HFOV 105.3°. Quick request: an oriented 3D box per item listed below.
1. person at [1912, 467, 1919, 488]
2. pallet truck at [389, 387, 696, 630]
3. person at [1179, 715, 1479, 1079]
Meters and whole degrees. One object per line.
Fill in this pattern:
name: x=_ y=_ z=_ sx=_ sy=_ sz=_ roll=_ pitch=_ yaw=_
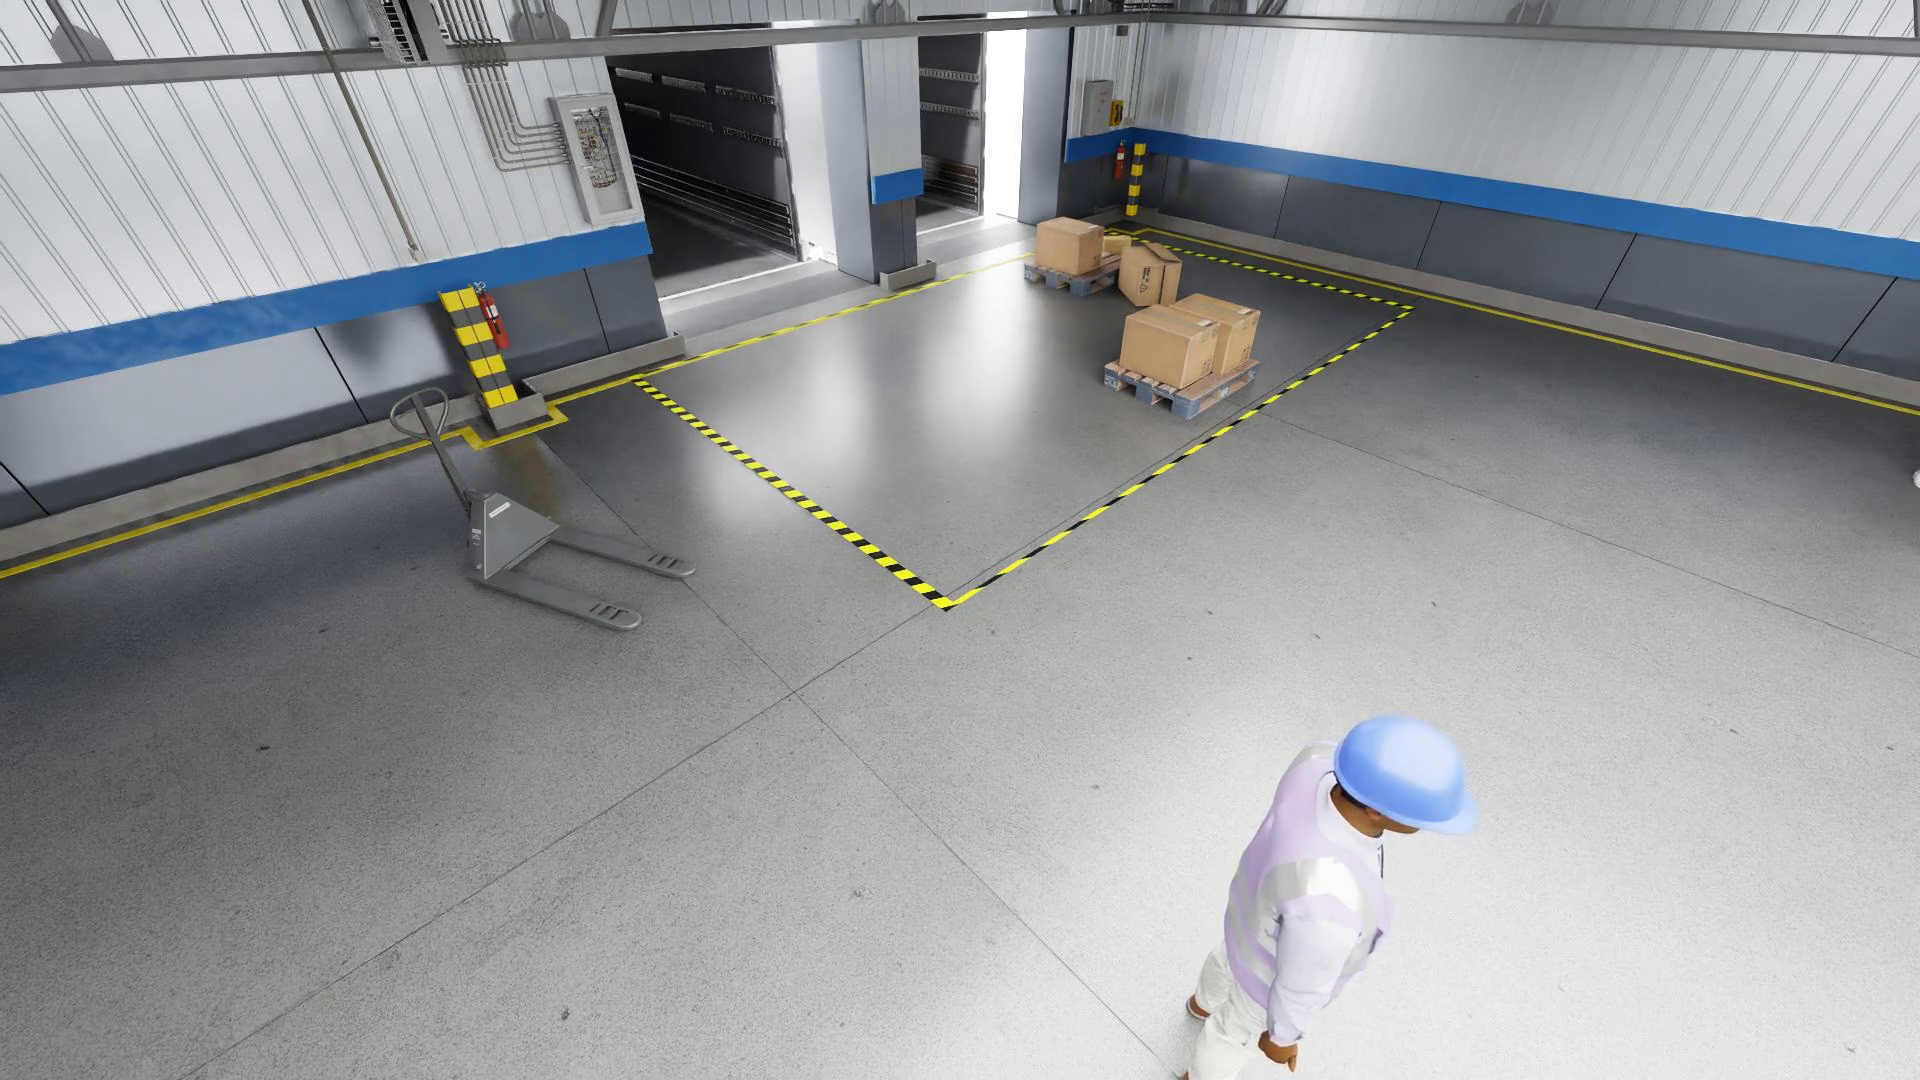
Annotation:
person: x=7.816 y=-1.107 z=5.293 sx=0.484 sy=1.744 sz=0.294 roll=14 pitch=40 yaw=17
pallet truck: x=-2.613 y=-0.247 z=4.593 sx=1.601 sy=1.201 sz=0.680 roll=14 pitch=40 yaw=17
person: x=0.966 y=1.180 z=2.167 sx=0.386 sy=1.947 sz=0.613 roll=14 pitch=40 yaw=17
